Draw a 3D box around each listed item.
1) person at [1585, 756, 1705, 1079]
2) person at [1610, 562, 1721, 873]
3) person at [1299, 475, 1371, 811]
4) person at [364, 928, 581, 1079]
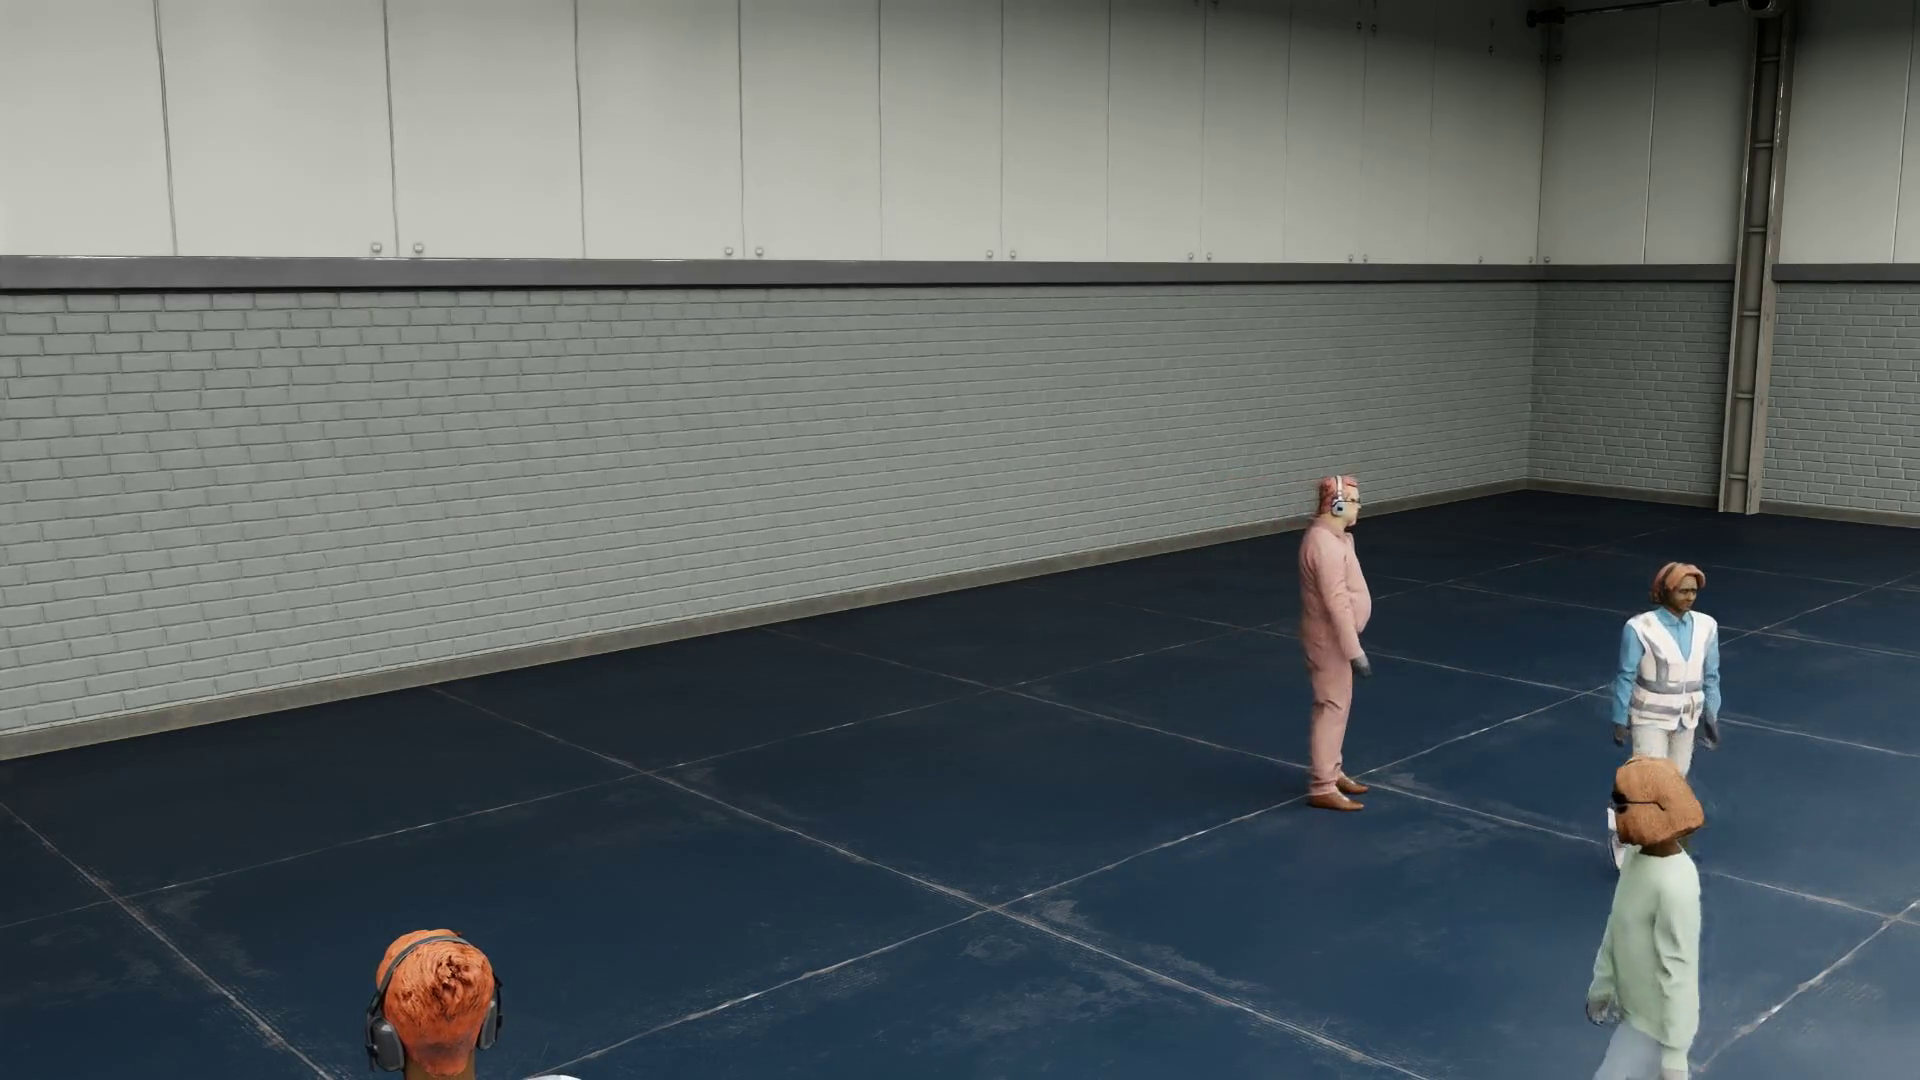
[{"bbox_3d":[1.965,1.435,4.962,0.538,1.614,0.539,2,9,12],"label":"person"},{"bbox_3d":[3.481,0.913,8.181,0.514,1.627,0.364,-3,10,-16],"label":"person"},{"bbox_3d":[2.124,0.581,9.408,0.439,1.904,0.659,2,9,12],"label":"person"},{"bbox_3d":[-0.911,1.616,3.027,0.584,1.882,0.346,-9,13,-43],"label":"person"}]
